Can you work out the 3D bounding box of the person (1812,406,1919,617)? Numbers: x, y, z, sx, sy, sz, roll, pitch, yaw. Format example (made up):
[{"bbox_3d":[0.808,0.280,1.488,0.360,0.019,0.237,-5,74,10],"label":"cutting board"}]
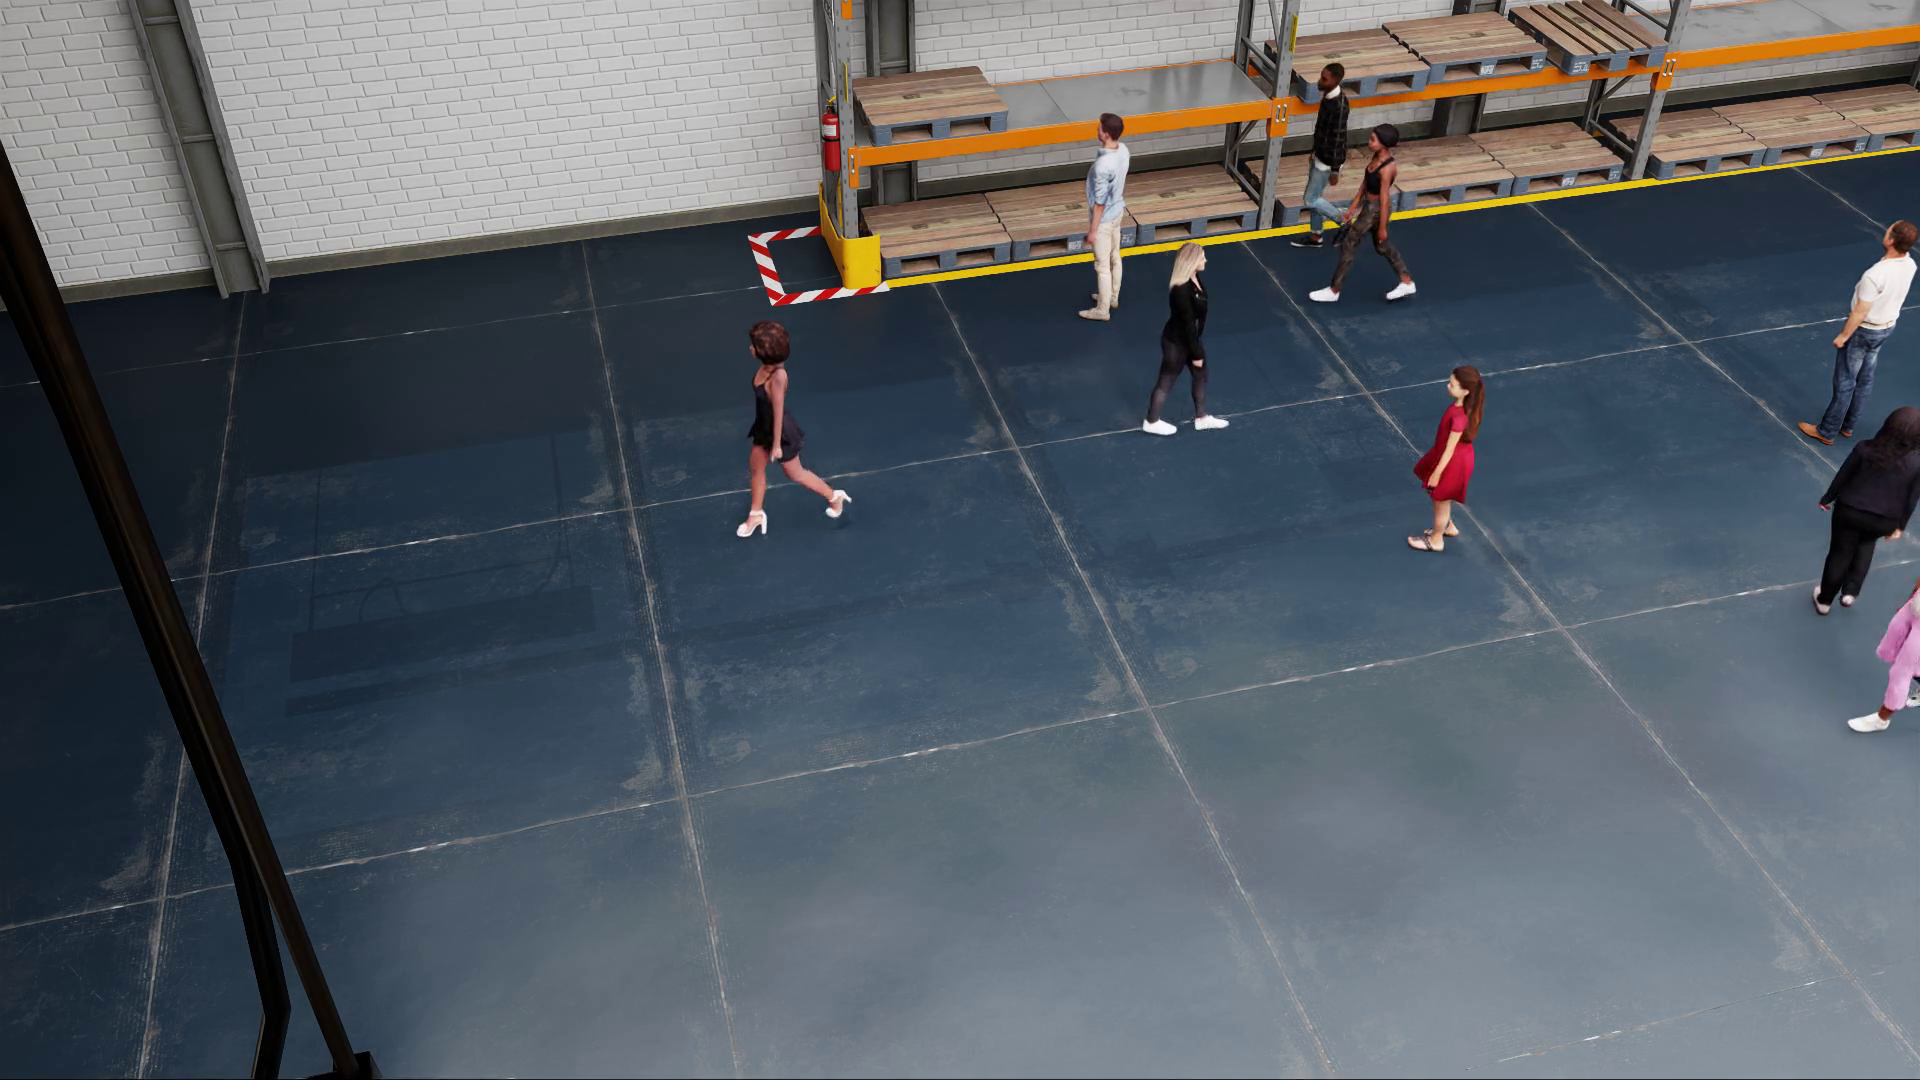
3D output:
[{"bbox_3d":[5.993,-0.120,10.982,0.746,1.600,0.840,10,40,13],"label":"person"}]

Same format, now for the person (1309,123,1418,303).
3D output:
[{"bbox_3d":[3.644,-2.764,14.250,1.213,1.652,0.859,4,39,4],"label":"person"}]

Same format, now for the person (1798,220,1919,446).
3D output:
[{"bbox_3d":[6.877,-1.565,12.586,0.578,1.856,0.764,-17,42,-20],"label":"person"}]

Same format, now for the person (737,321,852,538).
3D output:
[{"bbox_3d":[-1.192,-0.750,11.646,1.081,1.755,0.606,-12,40,-15],"label":"person"}]

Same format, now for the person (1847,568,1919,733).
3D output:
[{"bbox_3d":[5.950,0.512,10.087,0.877,1.729,0.715,1,39,1],"label":"person"}]

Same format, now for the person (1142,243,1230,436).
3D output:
[{"bbox_3d":[1.579,-1.496,12.655,1.005,1.663,0.869,10,40,12],"label":"person"}]

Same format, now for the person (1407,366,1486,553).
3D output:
[{"bbox_3d":[3.479,-0.542,11.553,0.764,1.546,0.705,14,41,17],"label":"person"}]

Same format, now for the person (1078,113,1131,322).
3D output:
[{"bbox_3d":[1.242,-2.726,14.047,0.785,1.847,0.728,20,43,23],"label":"person"}]

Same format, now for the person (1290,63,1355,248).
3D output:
[{"bbox_3d":[3.398,-3.417,14.947,0.896,1.803,0.823,1,39,1],"label":"person"}]
